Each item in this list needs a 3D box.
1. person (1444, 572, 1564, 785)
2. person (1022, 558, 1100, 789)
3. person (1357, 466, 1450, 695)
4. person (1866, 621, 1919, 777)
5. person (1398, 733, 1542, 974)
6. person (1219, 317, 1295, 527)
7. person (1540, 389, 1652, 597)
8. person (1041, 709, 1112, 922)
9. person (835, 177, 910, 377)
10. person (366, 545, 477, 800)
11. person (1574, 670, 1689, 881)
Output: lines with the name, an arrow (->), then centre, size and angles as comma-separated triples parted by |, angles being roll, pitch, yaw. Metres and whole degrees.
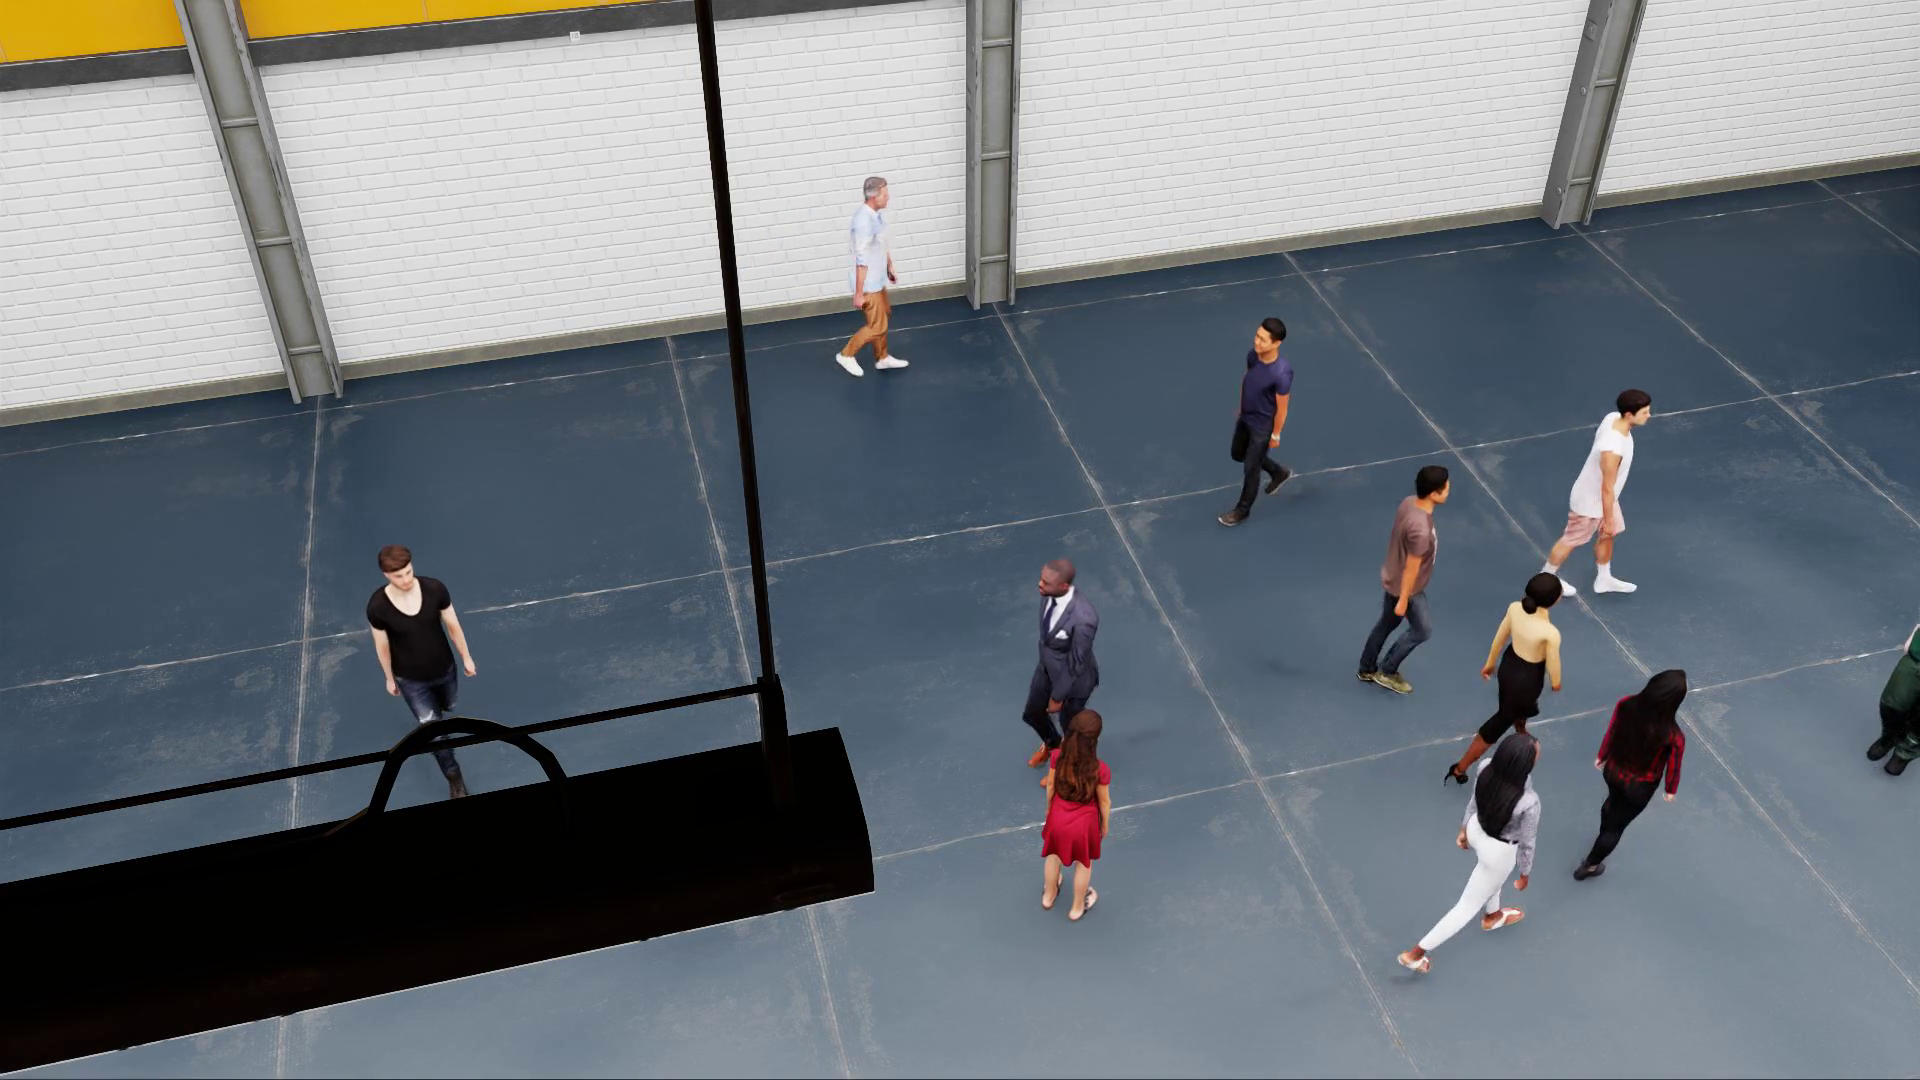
person -> 3.370, 0.919, 10.248 | 1.003, 1.610, 0.623 | -15, 41, -18
person -> 0.709, 0.801, 10.238 | 0.762, 1.807, 0.772 | -20, 43, -23
person -> 2.828, 0.260, 10.954 | 0.749, 1.759, 0.749 | 6, 39, 7
person -> 6.128, 0.724, 10.319 | 0.801, 1.827, 0.776 | -29, 47, -32
person -> 2.856, 1.741, 9.156 | 1.211, 1.688, 0.733 | -15, 41, -17
person -> 2.300, -0.908, 12.398 | 0.927, 1.782, 0.721 | -15, 41, -18
person -> 4.384, -0.331, 11.693 | 1.047, 1.760, 0.968 | 17, 42, 20
person -> 0.650, 1.576, 9.473 | 0.684, 1.551, 0.747 | 13, 41, 16
person -> -0.757, -2.179, 13.965 | 0.964, 1.812, 0.877 | 1, 39, 1
person -> -3.321, 0.744, 10.261 | 1.207, 1.867, 0.981 | -21, 43, -25
person -> 3.818, 1.414, 9.599 | 0.776, 1.647, 0.715 | -24, 44, -27
